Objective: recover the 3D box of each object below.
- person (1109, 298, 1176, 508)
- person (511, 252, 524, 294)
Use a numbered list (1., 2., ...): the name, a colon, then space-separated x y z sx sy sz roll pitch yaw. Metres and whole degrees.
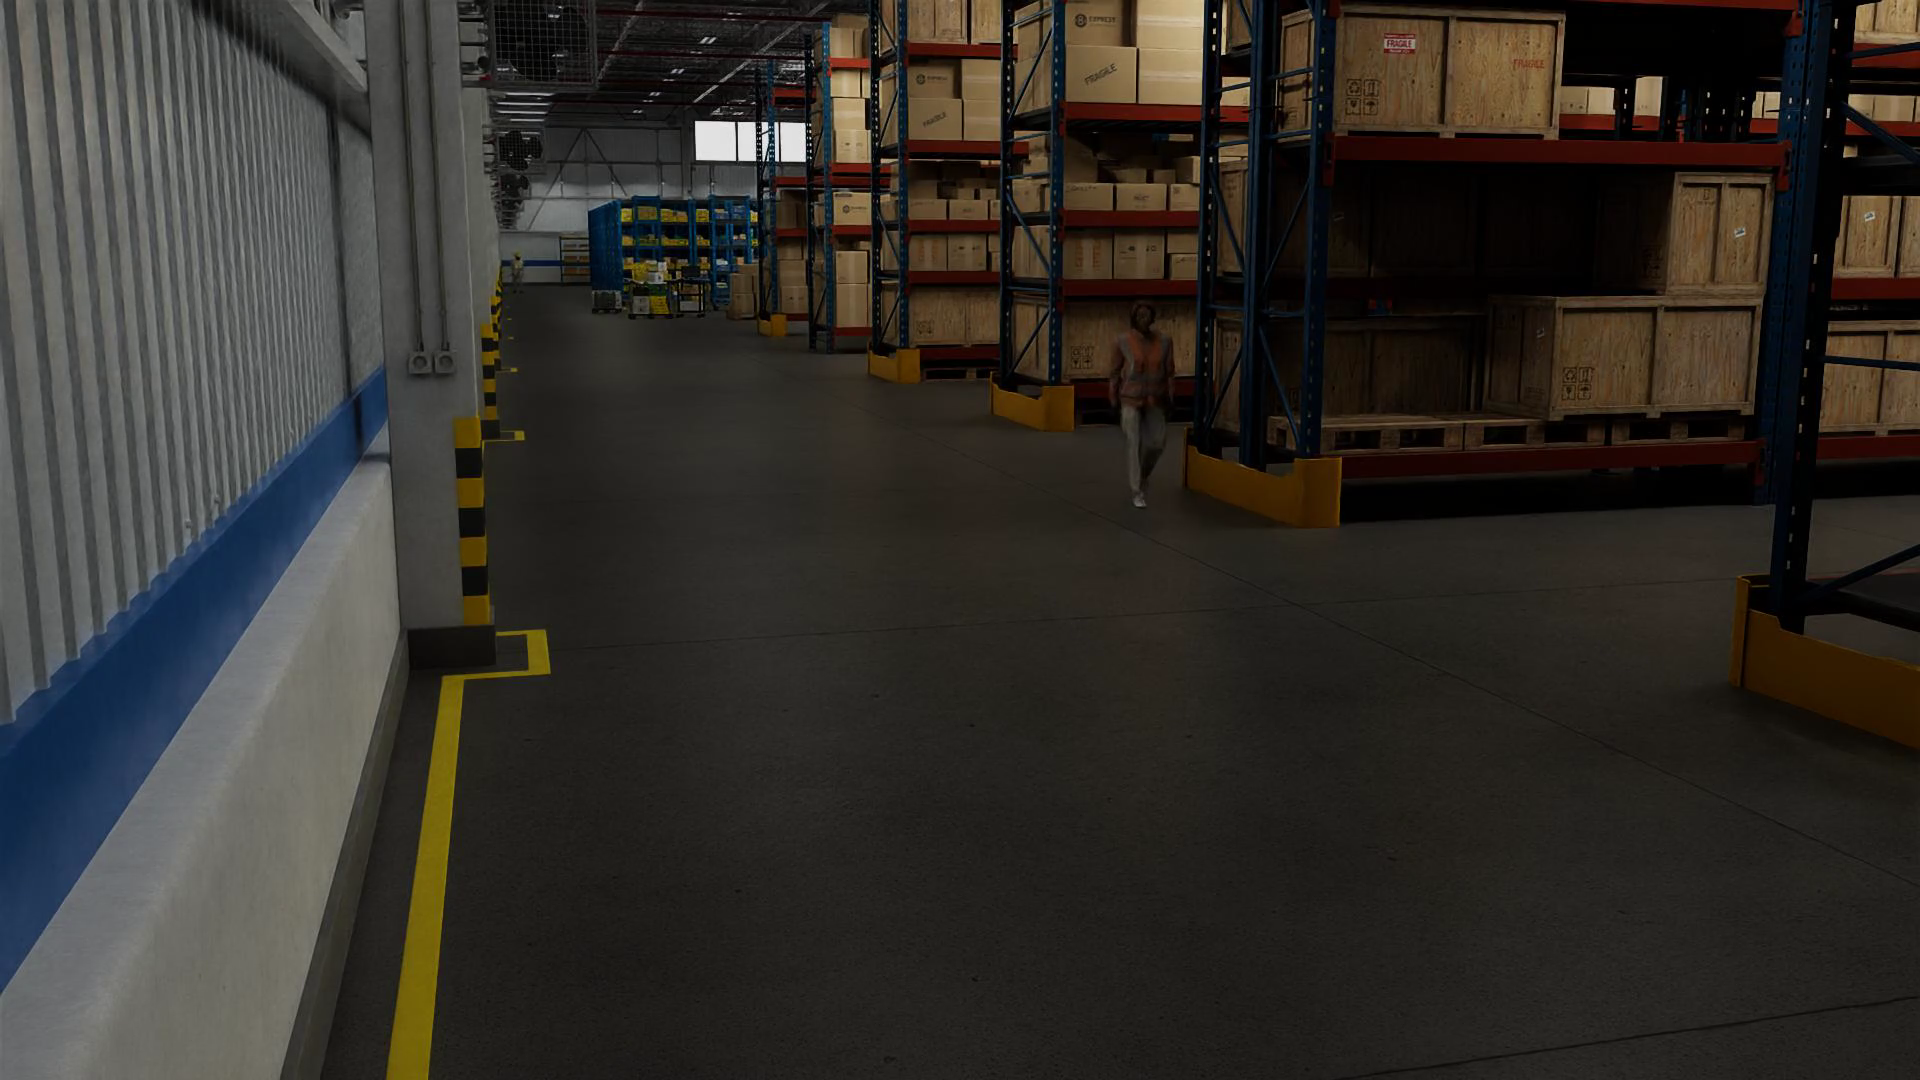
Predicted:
1. person: 1.405 -1.073 12.976 0.540 1.623 0.428 -2 10 -9
2. person: -19.044 -11.500 71.557 0.587 1.808 0.822 -5 11 -26
